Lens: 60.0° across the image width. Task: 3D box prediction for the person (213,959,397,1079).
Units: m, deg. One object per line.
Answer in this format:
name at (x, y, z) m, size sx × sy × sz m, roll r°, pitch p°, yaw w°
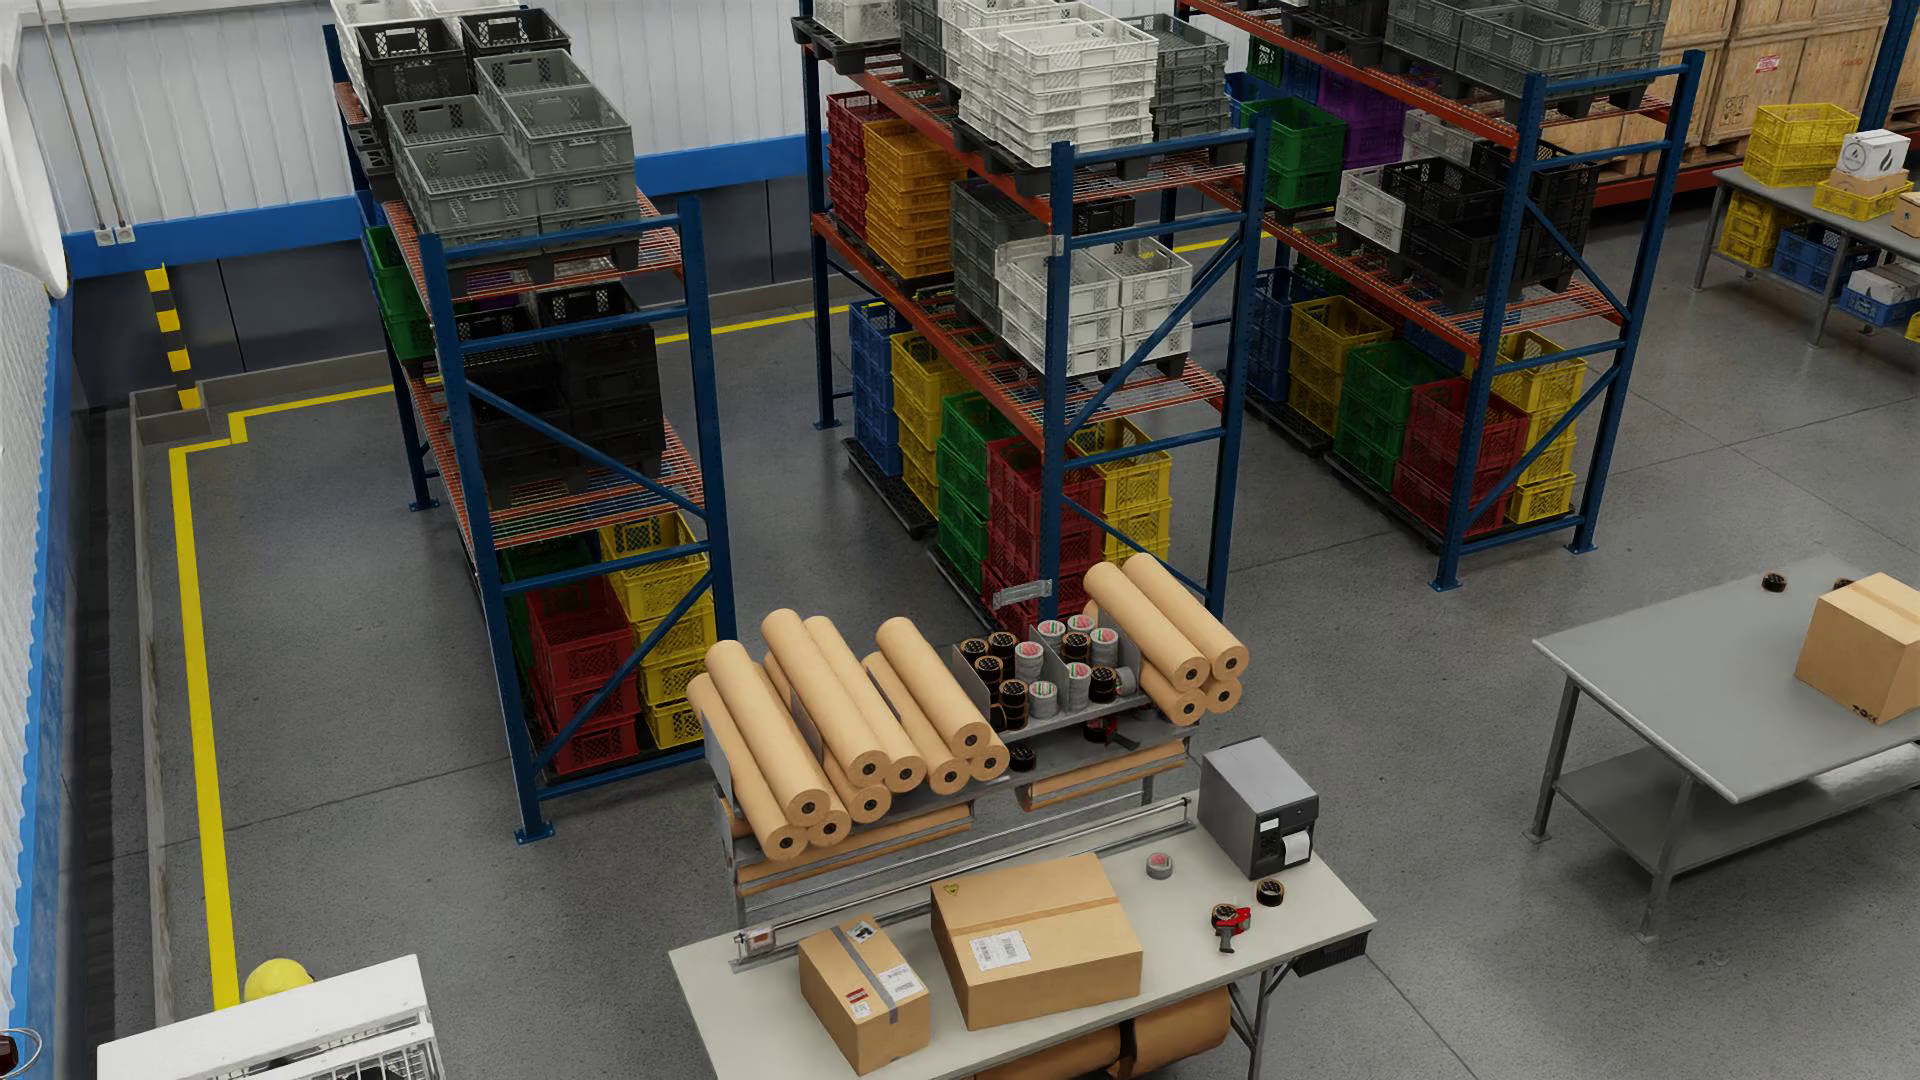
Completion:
person at (-2.005, 1.991, 5.308) m, size 0.530 × 1.767 × 0.326 m, roll -20°, pitch 37°, yaw -29°
